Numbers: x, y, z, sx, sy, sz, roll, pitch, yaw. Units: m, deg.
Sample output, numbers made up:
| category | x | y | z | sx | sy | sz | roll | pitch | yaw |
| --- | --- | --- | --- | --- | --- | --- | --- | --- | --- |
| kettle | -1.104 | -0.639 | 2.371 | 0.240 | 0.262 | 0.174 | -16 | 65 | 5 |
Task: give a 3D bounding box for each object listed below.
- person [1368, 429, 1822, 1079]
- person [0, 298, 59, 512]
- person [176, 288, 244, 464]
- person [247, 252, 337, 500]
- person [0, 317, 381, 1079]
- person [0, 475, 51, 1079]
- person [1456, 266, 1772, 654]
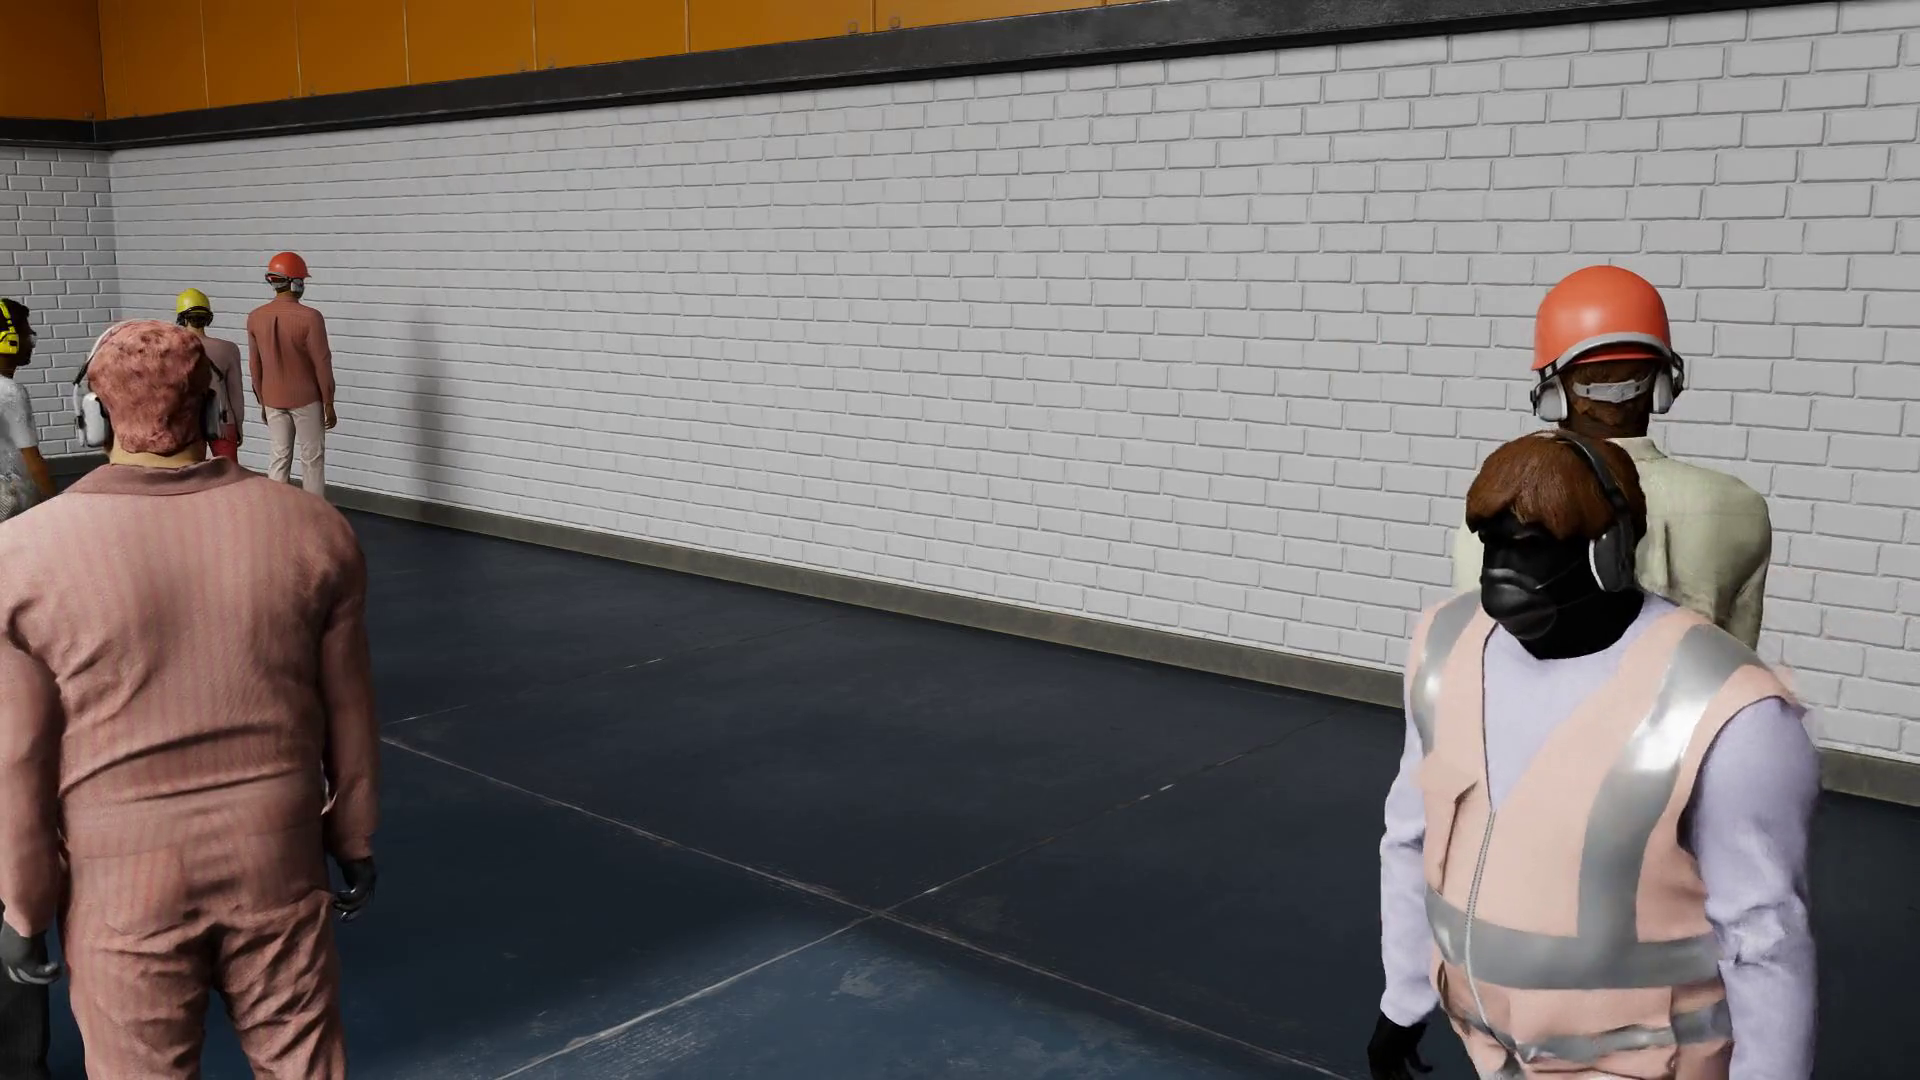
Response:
| category | x | y | z | sx | sy | sz | roll | pitch | yaw |
| --- | --- | --- | --- | --- | --- | --- | --- | --- | --- |
| person | 0.924 | 0.720 | 2.450 | 0.962 | 1.787 | 0.632 | -5 | 11 | -27 |
| person | -3.865 | -0.074 | 6.853 | 0.516 | 1.817 | 0.993 | 10 | 14 | 44 |
| person | -4.831 | -0.713 | 10.624 | 0.308 | 1.769 | 0.525 | 9 | 14 | 43 |
| person | -4.516 | -0.948 | 11.311 | 0.612 | 1.995 | 0.378 | 3 | 10 | 14 |
| person | -1.366 | 0.563 | 2.965 | 0.652 | 1.904 | 0.403 | -7 | 12 | -36 |
| person | -2.301 | 0.466 | 3.687 | 0.340 | 1.844 | 0.512 | 5 | 11 | 27 |
| person | 1.120 | 0.516 | 2.987 | 0.611 | 1.990 | 0.392 | -3 | 10 | -15 |
